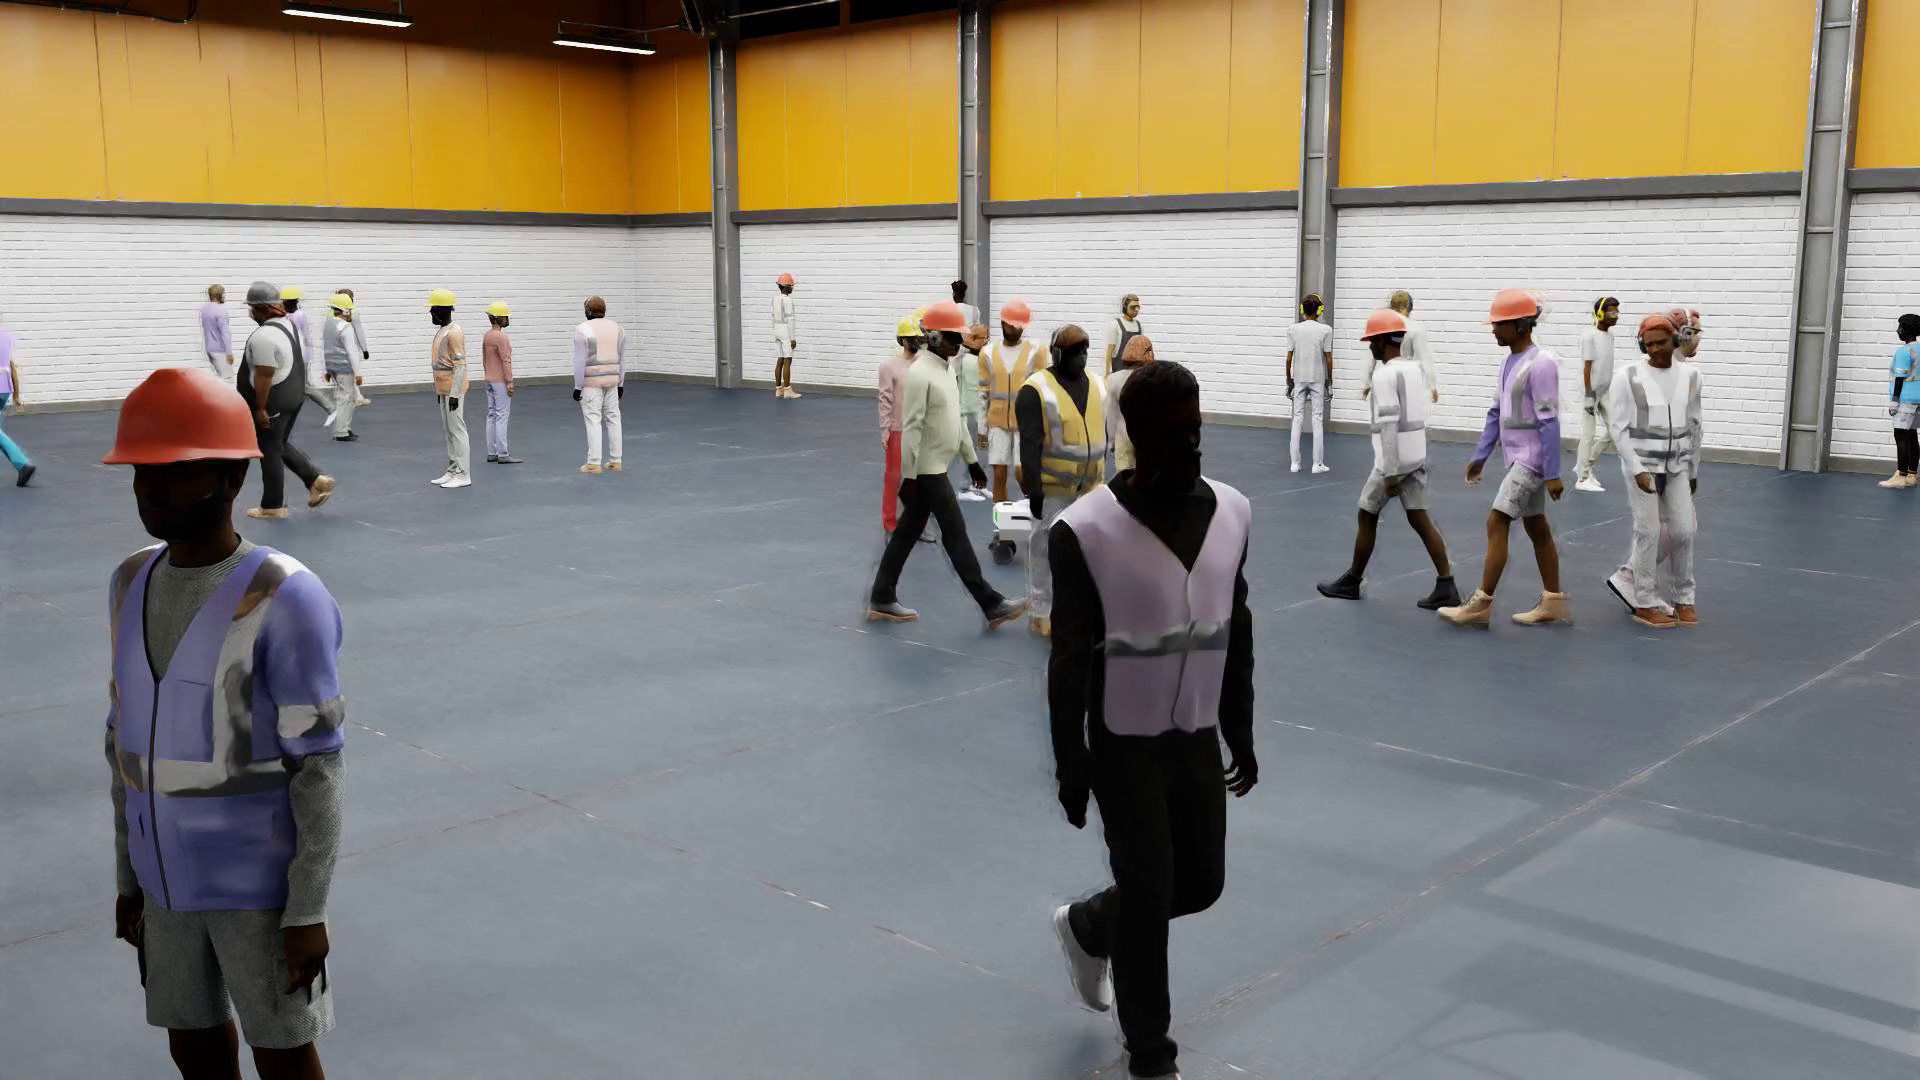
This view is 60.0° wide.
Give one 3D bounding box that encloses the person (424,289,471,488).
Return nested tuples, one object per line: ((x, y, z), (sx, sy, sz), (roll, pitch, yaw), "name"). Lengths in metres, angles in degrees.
((-4.973, -1.469, 16.165), (0.369, 1.928, 0.586), (-5, 11, -30), "person")

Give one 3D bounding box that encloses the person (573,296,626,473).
((-3.775, -1.617, 17.339), (0.429, 1.841, 0.634), (8, 12, 41), "person")

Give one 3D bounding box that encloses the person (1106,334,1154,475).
((1.331, -0.720, 12.471), (0.497, 1.633, 0.284), (5, 10, 26), "person")

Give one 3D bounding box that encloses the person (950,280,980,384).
((-0.009, -2.625, 23.136), (0.607, 1.966, 0.367), (-5, 10, -27), "person")

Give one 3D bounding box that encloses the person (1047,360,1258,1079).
((0.453, 0.484, 4.261), (0.596, 1.903, 0.677), (-6, 11, -32), "person")

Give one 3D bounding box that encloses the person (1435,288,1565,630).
((3.194, -0.465, 9.771), (0.913, 1.999, 0.604), (1, 9, 5), "person")

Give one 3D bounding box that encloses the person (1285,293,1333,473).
((3.639, -1.625, 17.318), (0.515, 1.867, 0.328), (4, 10, 25), "person")

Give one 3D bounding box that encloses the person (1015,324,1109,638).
((0.651, -0.290, 9.310), (0.646, 1.799, 0.912), (-5, 11, -29), "person")

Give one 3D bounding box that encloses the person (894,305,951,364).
((-0.353, -1.356, 15.945), (0.598, 1.774, 0.973), (-2, 10, -14), "person")

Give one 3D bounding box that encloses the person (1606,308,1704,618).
((4.278, -0.455, 10.071), (0.418, 1.884, 0.678), (4, 10, 21), "person")

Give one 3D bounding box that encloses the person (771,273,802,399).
((-2.846, -3.333, 27.234), (0.379, 2.045, 0.605), (-6, 11, -33), "person")

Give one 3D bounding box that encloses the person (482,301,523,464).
((-5.017, -1.716, 18.177), (0.316, 1.767, 0.535), (-8, 12, -39), "person")

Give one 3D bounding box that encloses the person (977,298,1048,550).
((0.406, -0.882, 12.631), (0.571, 1.907, 0.524), (3, 10, 16), "person")

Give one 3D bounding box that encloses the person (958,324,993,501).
((0.186, -1.151, 15.144), (0.472, 1.615, 0.538), (1, 9, 8), "person")

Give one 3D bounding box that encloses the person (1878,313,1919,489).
((9.176, -1.344, 16.125), (0.533, 1.694, 0.319), (-8, 12, -40), "person")

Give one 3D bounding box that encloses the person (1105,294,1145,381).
((1.971, -1.932, 19.301), (0.549, 1.829, 0.516), (-7, 11, -36), "person")

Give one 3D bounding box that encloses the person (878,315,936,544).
((-0.384, -0.839, 12.796), (0.523, 1.769, 0.320), (-5, 11, -30), "person")

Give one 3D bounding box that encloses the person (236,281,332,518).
((-5.807, -1.190, 14.108), (0.628, 2.000, 0.702), (0, 9, 2), "person")

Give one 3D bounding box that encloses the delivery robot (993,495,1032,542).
((0.597, -0.150, 11.991), (0.707, 0.478, 0.477), (1, 9, 8), "delivery robot")

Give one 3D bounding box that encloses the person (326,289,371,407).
((-9.279, -2.927, 25.453), (0.646, 1.808, 0.830), (6, 11, 32), "person")

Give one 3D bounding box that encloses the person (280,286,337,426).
((-8.818, -2.444, 22.260), (0.877, 1.895, 0.587), (-5, 10, -27), "person")

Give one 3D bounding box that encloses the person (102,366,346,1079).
((-1.429, 0.638, 3.204), (0.545, 1.942, 0.352), (4, 10, 22), "person")

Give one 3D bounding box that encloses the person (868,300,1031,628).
((-0.085, -0.439, 9.836), (1.070, 1.922, 0.622), (2, 10, 13), "person")

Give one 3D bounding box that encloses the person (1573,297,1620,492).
((6.075, -1.375, 15.837), (0.529, 1.852, 0.387), (-7, 11, -36), "person")

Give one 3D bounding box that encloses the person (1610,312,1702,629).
((4.136, -0.402, 9.809), (0.624, 1.863, 0.474), (-1, 9, -9), "person")

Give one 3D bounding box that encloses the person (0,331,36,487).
((-9.426, -1.427, 16.277), (0.887, 1.814, 0.563), (2, 10, 13), "person")

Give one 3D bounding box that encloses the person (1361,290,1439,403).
((4.476, -1.550, 16.740), (0.921, 1.889, 0.763), (-7, 12, -37), "person")

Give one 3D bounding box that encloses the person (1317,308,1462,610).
((2.754, -0.502, 10.415), (0.987, 1.882, 0.572), (8, 12, 40), "person")

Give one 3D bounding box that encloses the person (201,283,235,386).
((-10.481, -2.639, 23.373), (0.673, 1.918, 0.638), (-9, 13, -43), "person")

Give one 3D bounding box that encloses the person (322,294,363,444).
((-7.440, -2.076, 20.218), (0.630, 1.816, 0.518), (9, 13, 43), "person")
